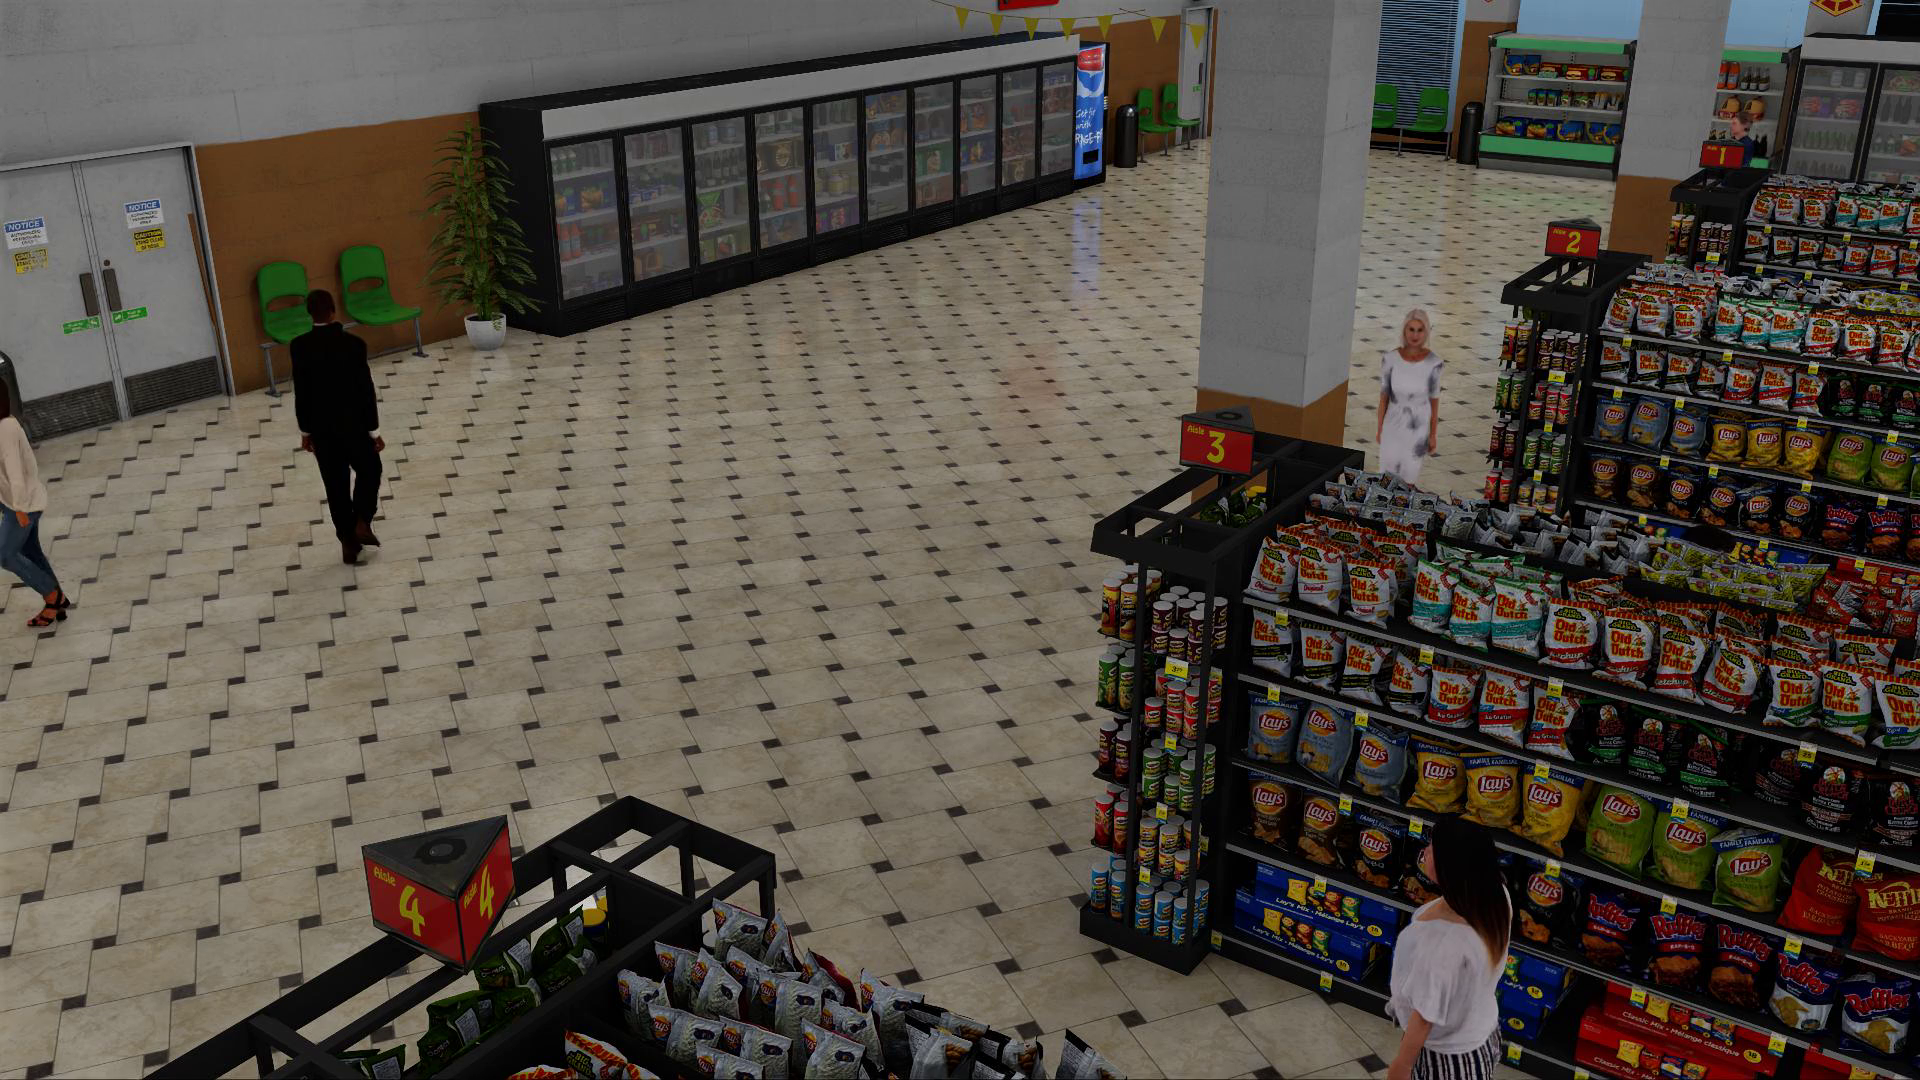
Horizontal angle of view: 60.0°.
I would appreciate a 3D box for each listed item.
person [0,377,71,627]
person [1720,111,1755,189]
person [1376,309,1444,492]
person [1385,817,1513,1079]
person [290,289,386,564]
[{"bbox_3d":[-5.780,-0.243,10.384,0.782,1.668,0.657,-14,26,-30],"label":"person"},{"bbox_3d":[9.341,-4.176,19.936,1.082,1.844,0.885,5,22,13],"label":"person"},{"bbox_3d":[3.110,-0.791,11.654,0.756,1.738,0.791,3,22,7],"label":"person"},{"bbox_3d":[1.665,1.684,5.567,0.745,1.684,0.689,16,27,34],"label":"person"},{"bbox_3d":[-4.236,-0.744,11.328,0.865,1.894,0.932,-3,22,-6],"label":"person"}]
